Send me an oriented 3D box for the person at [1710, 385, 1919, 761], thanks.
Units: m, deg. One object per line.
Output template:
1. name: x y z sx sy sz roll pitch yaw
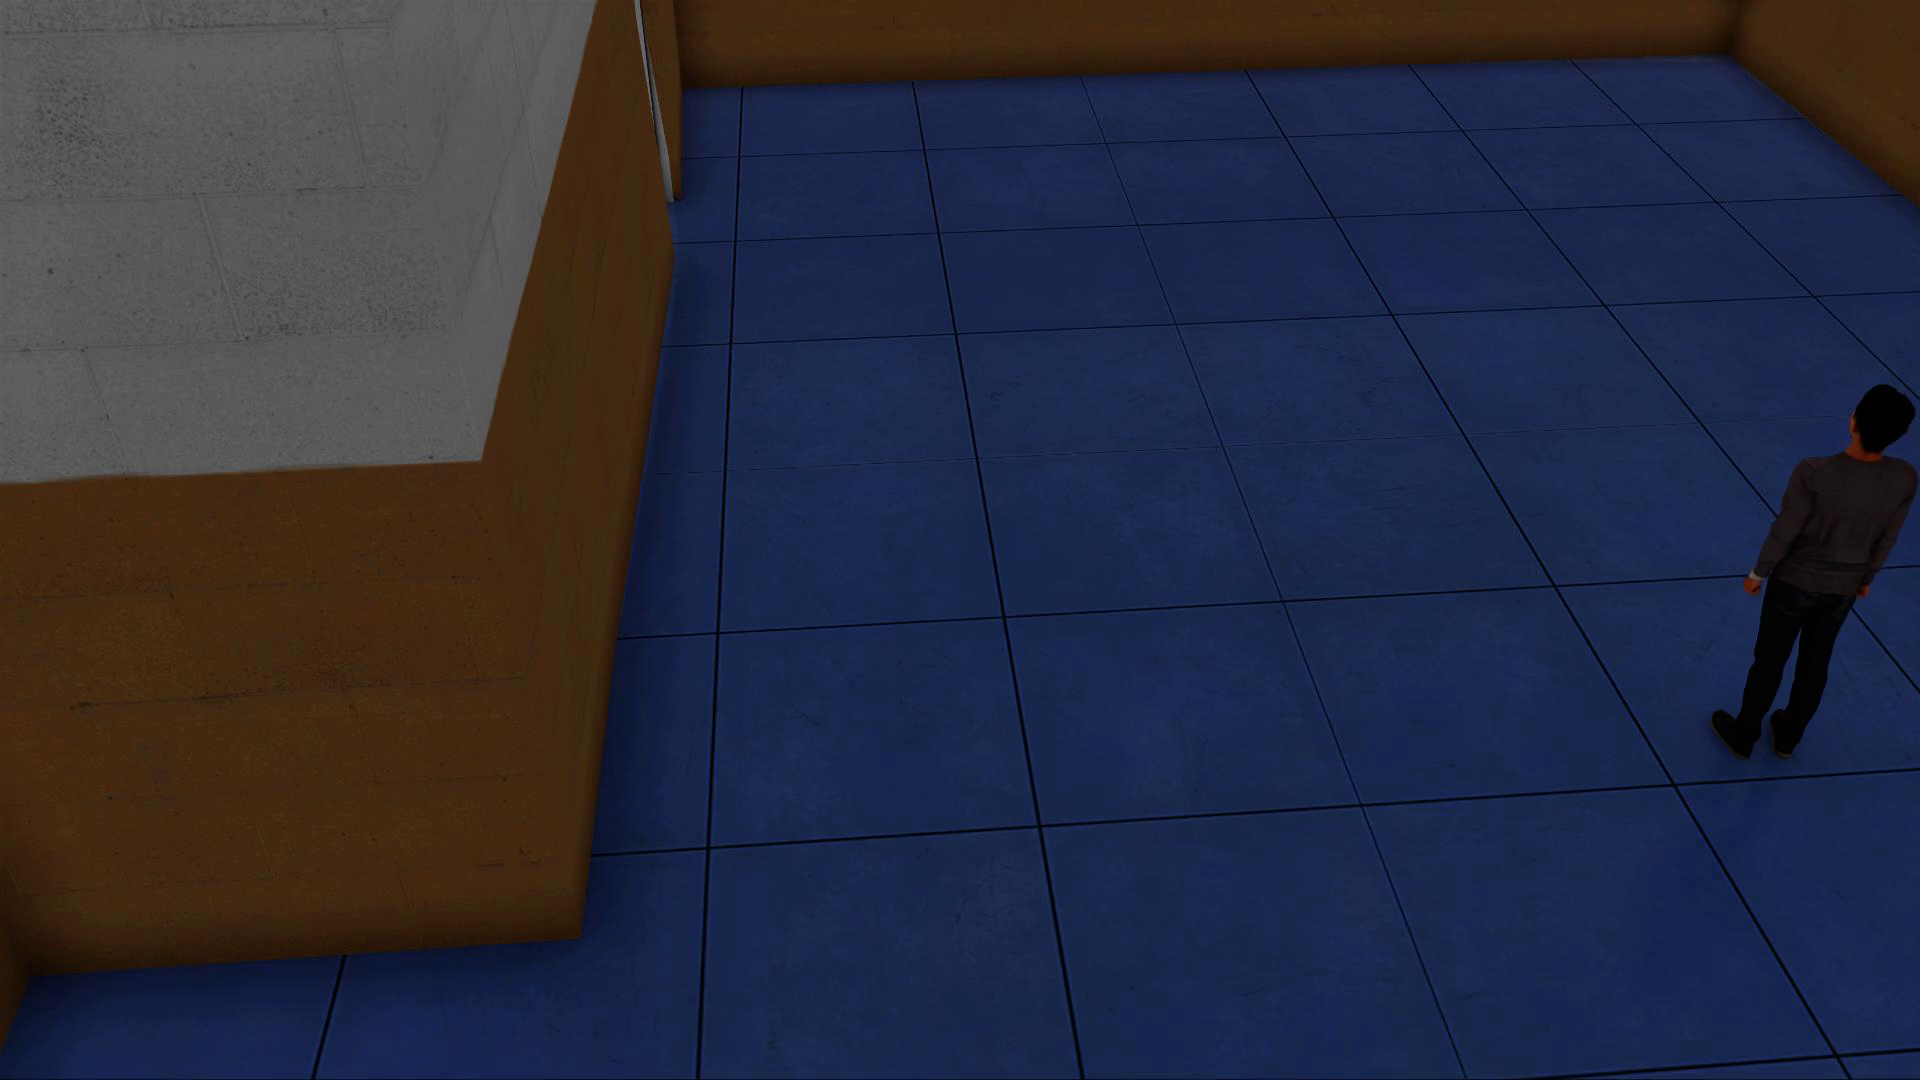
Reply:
1. person: 3.393 0.161 6.589 0.506 1.769 0.731 -19 41 -24
